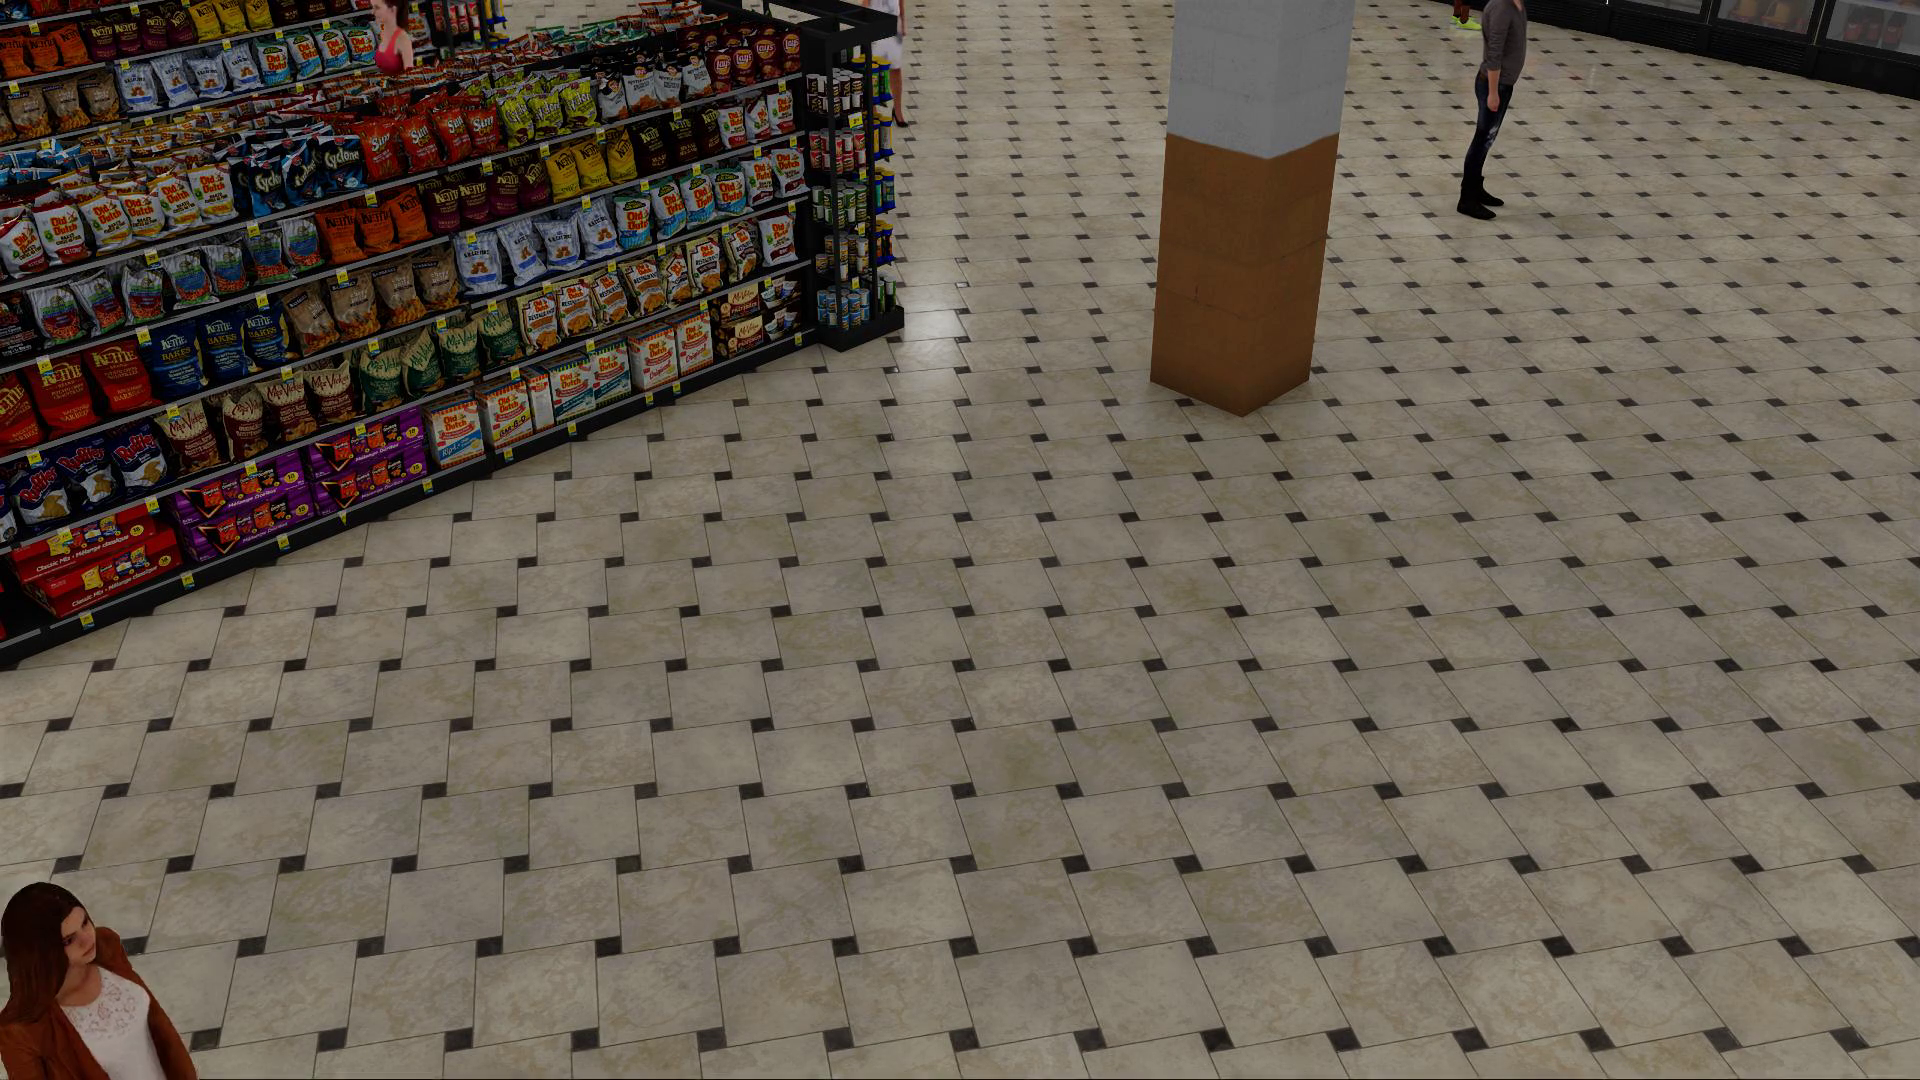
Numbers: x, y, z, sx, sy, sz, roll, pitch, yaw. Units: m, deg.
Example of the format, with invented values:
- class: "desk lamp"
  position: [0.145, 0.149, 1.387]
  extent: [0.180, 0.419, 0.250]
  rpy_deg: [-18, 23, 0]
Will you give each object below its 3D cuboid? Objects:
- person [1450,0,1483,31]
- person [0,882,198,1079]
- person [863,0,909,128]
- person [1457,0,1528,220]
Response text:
- class: "person"
  position: [5.178, -6.045, 16.675]
  extent: [0.692, 1.755, 0.639]
  rpy_deg: [-1, 32, -2]
- class: "person"
  position: [-2.342, 1.566, 4.503]
  extent: [1.083, 1.691, 1.080]
  rpy_deg: [3, 32, 5]
- class: "person"
  position: [-0.683, -4.326, 13.920]
  extent: [0.548, 1.746, 0.678]
  rpy_deg: [-17, 36, -25]
- class: "person"
  position: [3.925, -3.349, 12.201]
  extent: [0.812, 1.904, 0.647]
  rpy_deg: [15, 35, 22]
